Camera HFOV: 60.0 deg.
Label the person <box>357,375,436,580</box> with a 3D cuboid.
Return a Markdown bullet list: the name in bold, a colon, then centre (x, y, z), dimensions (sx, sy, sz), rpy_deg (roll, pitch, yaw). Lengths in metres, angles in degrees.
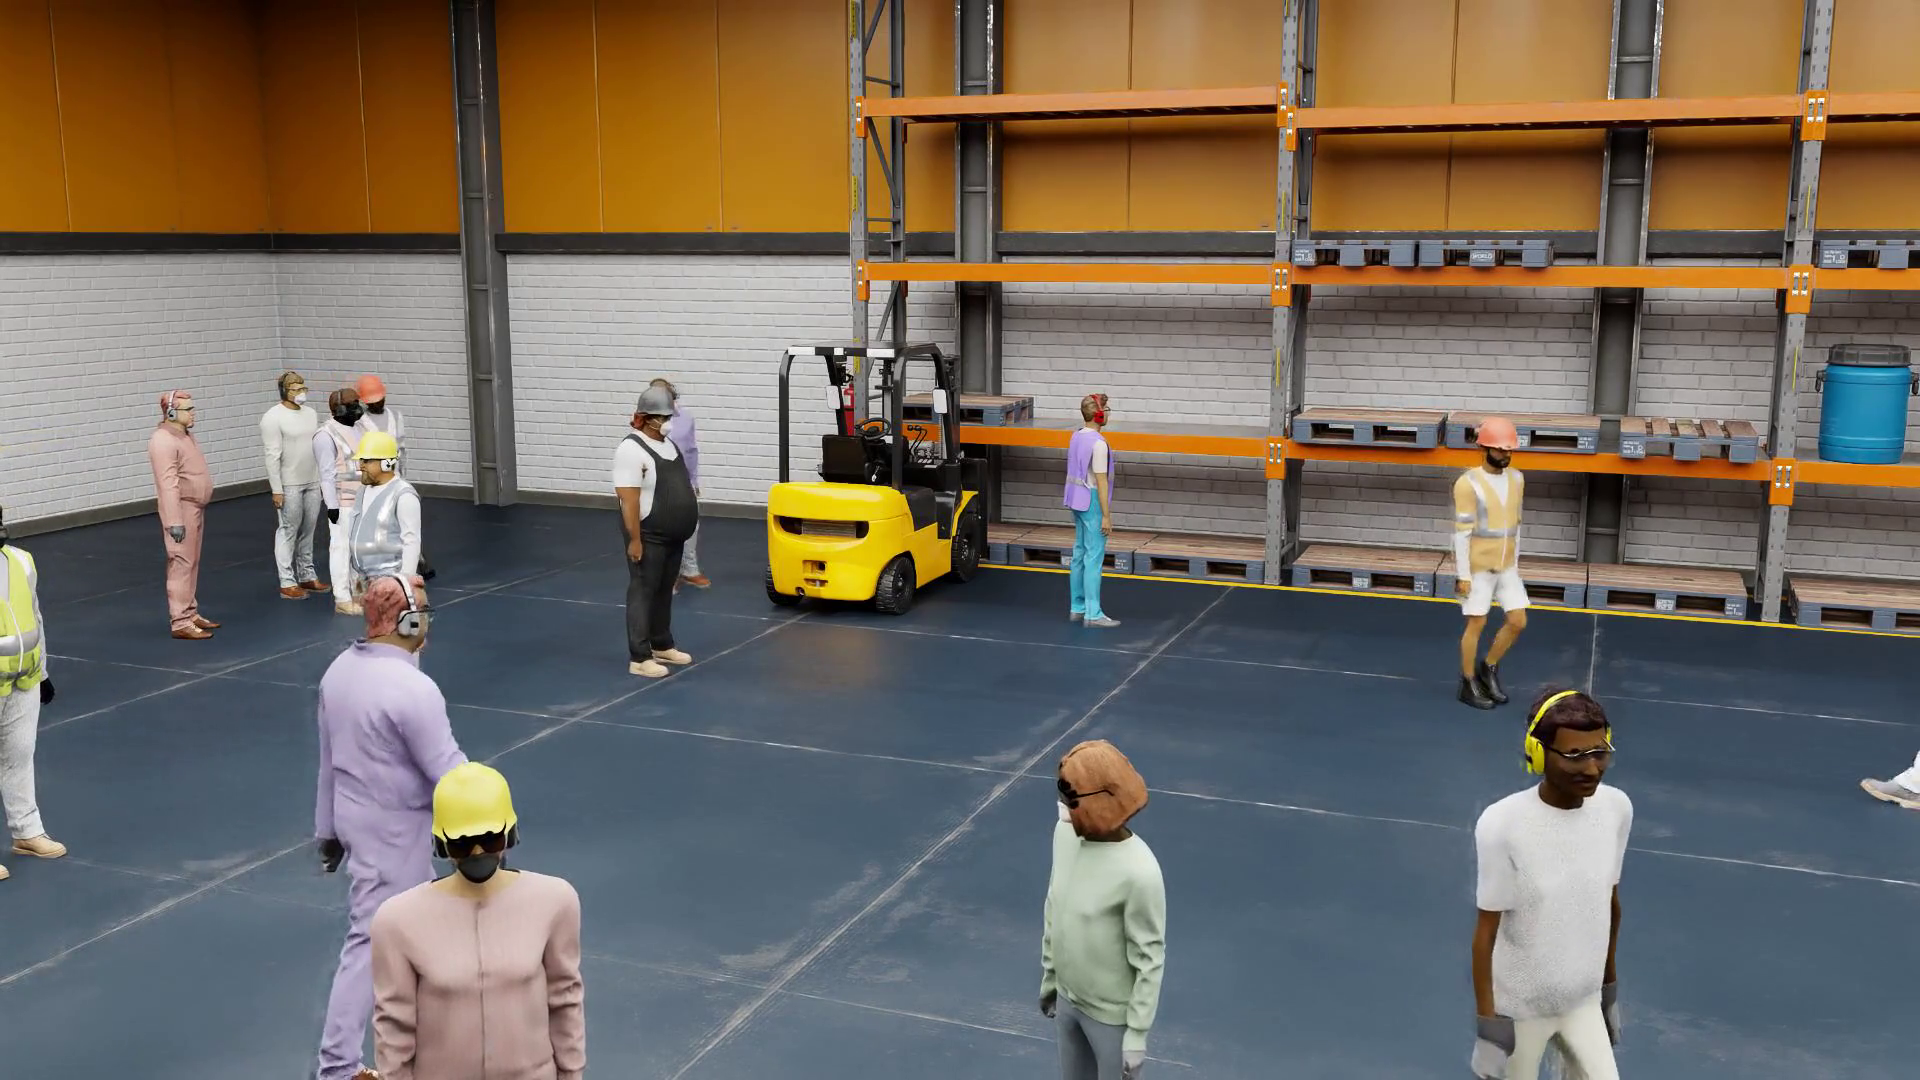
- **person**: centre (-5.102, -0.529, 14.756), dimensions (0.862, 1.870, 0.576), rpy_deg (8, 13, 39)

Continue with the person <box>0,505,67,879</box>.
- **person**: centre (-4.650, 0.694, 8.005), dimensions (0.429, 1.847, 0.625), rpy_deg (4, 11, 21)

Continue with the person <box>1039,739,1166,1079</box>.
- **person**: centre (0.394, 1.366, 4.842), dimensions (0.279, 1.633, 0.497), rpy_deg (-6, 12, -30)

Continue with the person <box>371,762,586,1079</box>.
- **person**: centre (-1.200, 1.412, 4.220), dimensions (0.524, 1.769, 0.325), rpy_deg (-5, 11, -24)

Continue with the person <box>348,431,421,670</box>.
- **person**: centre (-3.719, 0.209, 10.736), dimensions (0.589, 1.833, 0.404), rpy_deg (8, 13, 36)

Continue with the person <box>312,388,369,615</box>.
- **person**: centre (-5.001, -0.323, 13.670), dimensions (0.429, 1.847, 0.625), rpy_deg (2, 10, 13)

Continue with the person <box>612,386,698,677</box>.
- **person**: centre (-2.111, -0.074, 11.732), dimensions (0.536, 2.000, 0.688), rpy_deg (3, 11, 17)

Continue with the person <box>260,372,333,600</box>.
- **person**: centre (-5.663, -0.468, 14.208), dimensions (0.357, 1.938, 0.637), rpy_deg (3, 11, 16)

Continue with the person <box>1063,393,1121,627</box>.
- **person**: centre (1.031, -0.234, 13.152), dimensions (0.386, 1.849, 0.566), rpy_deg (-4, 11, -20)

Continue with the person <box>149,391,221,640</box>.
- **person**: centre (-5.949, -0.197, 12.791), dimensions (0.407, 1.906, 0.655), rpy_deg (-2, 10, -13)

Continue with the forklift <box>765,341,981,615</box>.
- **forklift**: centre (-0.739, -0.602, 14.246), dimensions (1.214, 2.155, 2.313), rpy_deg (4, 11, 21)

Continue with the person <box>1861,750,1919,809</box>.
- **person**: centre (5.393, 0.596, 8.620), dimensions (1.067, 1.822, 0.587), rpy_deg (6, 12, 29)

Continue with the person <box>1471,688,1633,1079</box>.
- **person**: centre (1.652, 1.315, 4.529), dimensions (0.550, 1.847, 0.653), rpy_deg (-3, 11, -15)

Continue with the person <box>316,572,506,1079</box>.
- **person**: centre (-1.972, 1.043, 6.025), dimensions (0.971, 1.855, 0.654), rpy_deg (-9, 13, -40)

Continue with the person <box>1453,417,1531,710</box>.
- **person**: centre (3.438, 0.161, 10.760), dimensions (0.566, 1.916, 0.443), rpy_deg (-4, 11, -23)

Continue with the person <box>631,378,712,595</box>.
- **person**: centre (-2.505, -0.452, 14.251), dimensions (0.442, 1.895, 0.679), rpy_deg (9, 14, 42)
